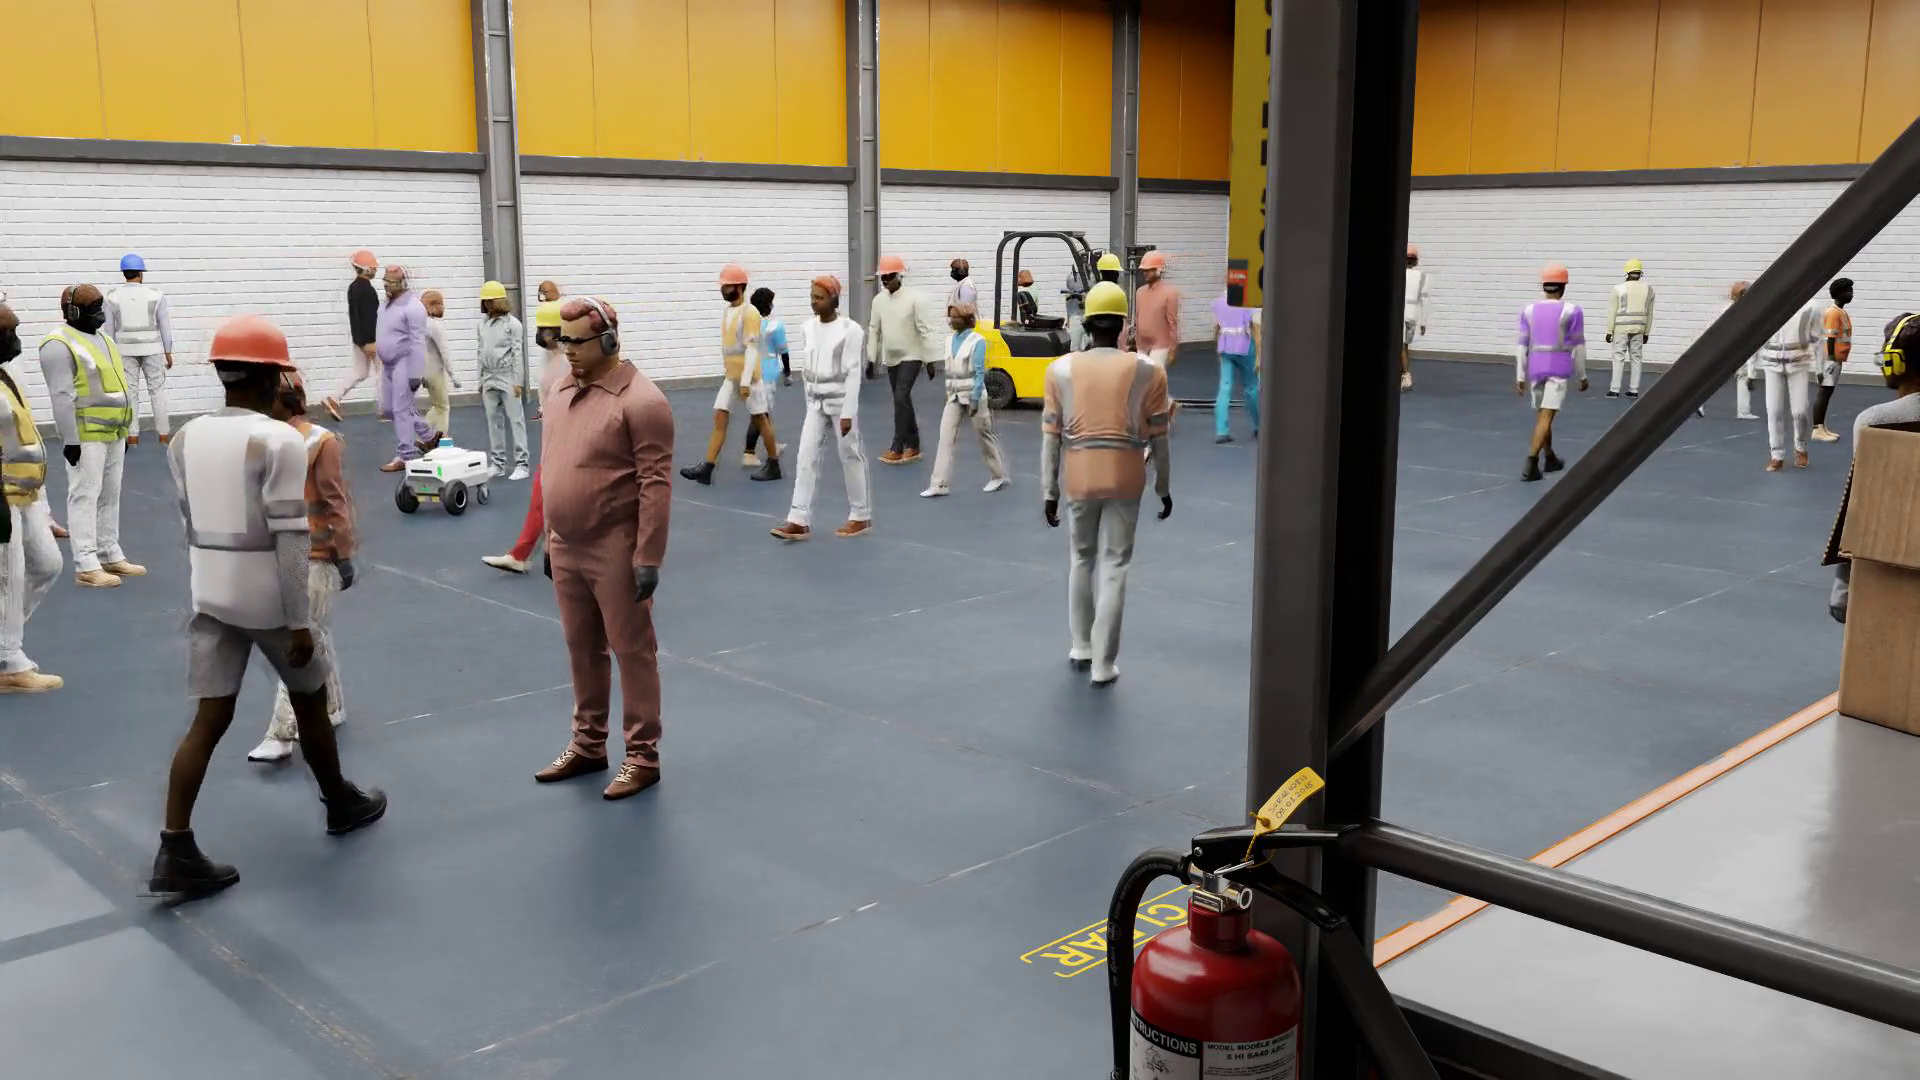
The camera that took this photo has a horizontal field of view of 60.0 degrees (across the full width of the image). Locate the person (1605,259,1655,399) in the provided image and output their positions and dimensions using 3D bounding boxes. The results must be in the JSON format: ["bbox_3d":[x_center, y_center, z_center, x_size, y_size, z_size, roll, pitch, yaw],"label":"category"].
[{"bbox_3d":[8.757,-2.756,21.776,0.596,1.826,0.403,-1,10,-4],"label":"person"}]

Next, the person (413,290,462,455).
[{"bbox_3d":[-4.937,-1.543,15.709,0.382,1.620,0.509,-8,13,-36],"label":"person"}]

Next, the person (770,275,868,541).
[{"bbox_3d":[-0.971,-0.900,11.575,0.609,1.843,0.895,8,13,38],"label":"person"}]

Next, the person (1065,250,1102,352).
[{"bbox_3d":[1.822,-3.229,24.083,0.641,1.920,0.655,7,12,33],"label":"person"}]

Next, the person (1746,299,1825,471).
[{"bbox_3d":[7.467,-1.537,15.057,0.622,1.854,0.590,8,13,35],"label":"person"}]

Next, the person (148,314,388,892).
[{"bbox_3d":[-2.392,0.196,5.552,0.553,1.880,1.022,3,11,18],"label":"person"}]

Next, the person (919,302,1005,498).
[{"bbox_3d":[0.064,-1.155,13.670,0.857,1.596,0.527,-10,14,-43],"label":"person"}]

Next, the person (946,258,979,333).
[{"bbox_3d":[0.030,-2.741,21.677,0.431,1.835,0.623,-1,10,-4],"label":"person"}]

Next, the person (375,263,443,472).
[{"bbox_3d":[-5.015,-1.565,15.101,0.570,1.884,0.674,-10,14,-43],"label":"person"}]

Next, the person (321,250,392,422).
[{"bbox_3d":[-6.813,-2.298,18.885,0.859,1.970,0.622,-9,13,-39],"label":"person"}]

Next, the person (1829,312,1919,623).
[{"bbox_3d":[3.391,0.120,6.010,0.512,1.856,0.318,-2,11,-12],"label":"person"}]

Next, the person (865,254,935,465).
[{"bbox_3d":[-0.602,-1.677,15.547,0.637,1.947,0.889,8,13,38],"label":"person"}]

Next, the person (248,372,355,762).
[{"bbox_3d":[-2.808,0.096,6.797,0.540,1.607,0.775,4,11,21],"label":"person"}]

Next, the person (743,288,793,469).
[{"bbox_3d":[-1.823,-1.512,15.444,0.535,1.639,0.857,6,12,29],"label":"person"}]

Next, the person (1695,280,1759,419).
[{"bbox_3d":[8.931,-2.197,19.288,0.709,1.618,0.521,-1,10,-4],"label":"person"}]

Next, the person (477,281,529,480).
[{"bbox_3d":[-4.033,-1.389,14.558,0.484,1.737,0.319,5,11,25],"label":"person"}]

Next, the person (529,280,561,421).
[{"bbox_3d":[-4.709,-2.154,19.028,0.640,1.607,0.521,-10,14,-43],"label":"person"}]

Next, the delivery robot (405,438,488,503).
[{"bbox_3d":[-3.989,-0.550,12.942,0.477,0.478,0.707,3,11,15],"label":"delivery robot"}]

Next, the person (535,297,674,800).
[{"bbox_3d":[-1.386,0.031,6.359,0.638,1.903,0.409,7,13,35],"label":"person"}]

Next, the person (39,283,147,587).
[{"bbox_3d":[-5.294,-0.641,10.184,0.429,1.842,0.633,0,10,1],"label":"person"}]

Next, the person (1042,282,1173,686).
[{"bbox_3d":[0.719,-0.281,8.034,0.613,1.899,0.715,2,11,13],"label":"person"}]

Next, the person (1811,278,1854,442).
[{"bbox_3d":[9.064,-1.867,17.264,0.319,1.695,0.538,7,12,34],"label":"person"}]

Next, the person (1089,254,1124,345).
[{"bbox_3d":[1.605,-2.158,18.220,0.369,1.925,0.594,2,11,11],"label":"person"}]

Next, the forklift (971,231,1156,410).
[{"bbox_3d":[1.222,-2.721,20.561,2.313,2.155,1.214,2,11,13],"label":"forklift"}]

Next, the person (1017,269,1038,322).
[{"bbox_3d":[0.961,-3.144,24.400,0.266,1.631,0.507,9,14,41],"label":"person"}]

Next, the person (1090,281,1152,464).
[{"bbox_3d":[1.326,-1.385,14.495,0.801,1.737,0.528,-3,11,-18],"label":"person"}]

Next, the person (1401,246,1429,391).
[{"bbox_3d":[6.181,-3.070,23.041,0.604,1.996,1.025,-1,10,-7],"label":"person"}]

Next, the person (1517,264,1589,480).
[{"bbox_3d":[5.208,-1.486,14.696,1.010,1.891,0.549,-10,14,-43],"label":"person"}]

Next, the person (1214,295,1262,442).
[{"bbox_3d":[2.934,-1.928,17.352,0.580,1.779,0.990,7,12,32],"label":"person"}]

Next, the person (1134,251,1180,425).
[{"bbox_3d":[2.094,-2.056,17.550,0.676,1.977,0.623,-8,13,-37],"label":"person"}]

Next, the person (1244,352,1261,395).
[{"bbox_3d":[4.056,-2.748,21.744,0.544,1.826,0.895,-4,11,-21],"label":"person"}]

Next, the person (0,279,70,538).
[{"bbox_3d":[-6.750,-0.894,11.501,0.926,1.877,0.638,-1,10,-6],"label":"person"}]

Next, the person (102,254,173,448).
[{"bbox_3d":[-8.271,-1.901,16.767,0.614,1.943,0.396,-4,11,-22],"label":"person"}]

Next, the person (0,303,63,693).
[{"bbox_3d":[-4.481,-0.185,7.740,0.432,1.830,0.660,-3,11,-16],"label":"person"}]

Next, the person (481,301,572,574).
[{"bbox_3d":[-2.537,-0.622,10.395,0.895,1.711,0.543,-5,11,-24],"label":"person"}]

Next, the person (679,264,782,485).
[{"bbox_3d":[-1.939,-1.409,14.242,0.975,1.882,0.565,-8,13,-38],"label":"person"}]
